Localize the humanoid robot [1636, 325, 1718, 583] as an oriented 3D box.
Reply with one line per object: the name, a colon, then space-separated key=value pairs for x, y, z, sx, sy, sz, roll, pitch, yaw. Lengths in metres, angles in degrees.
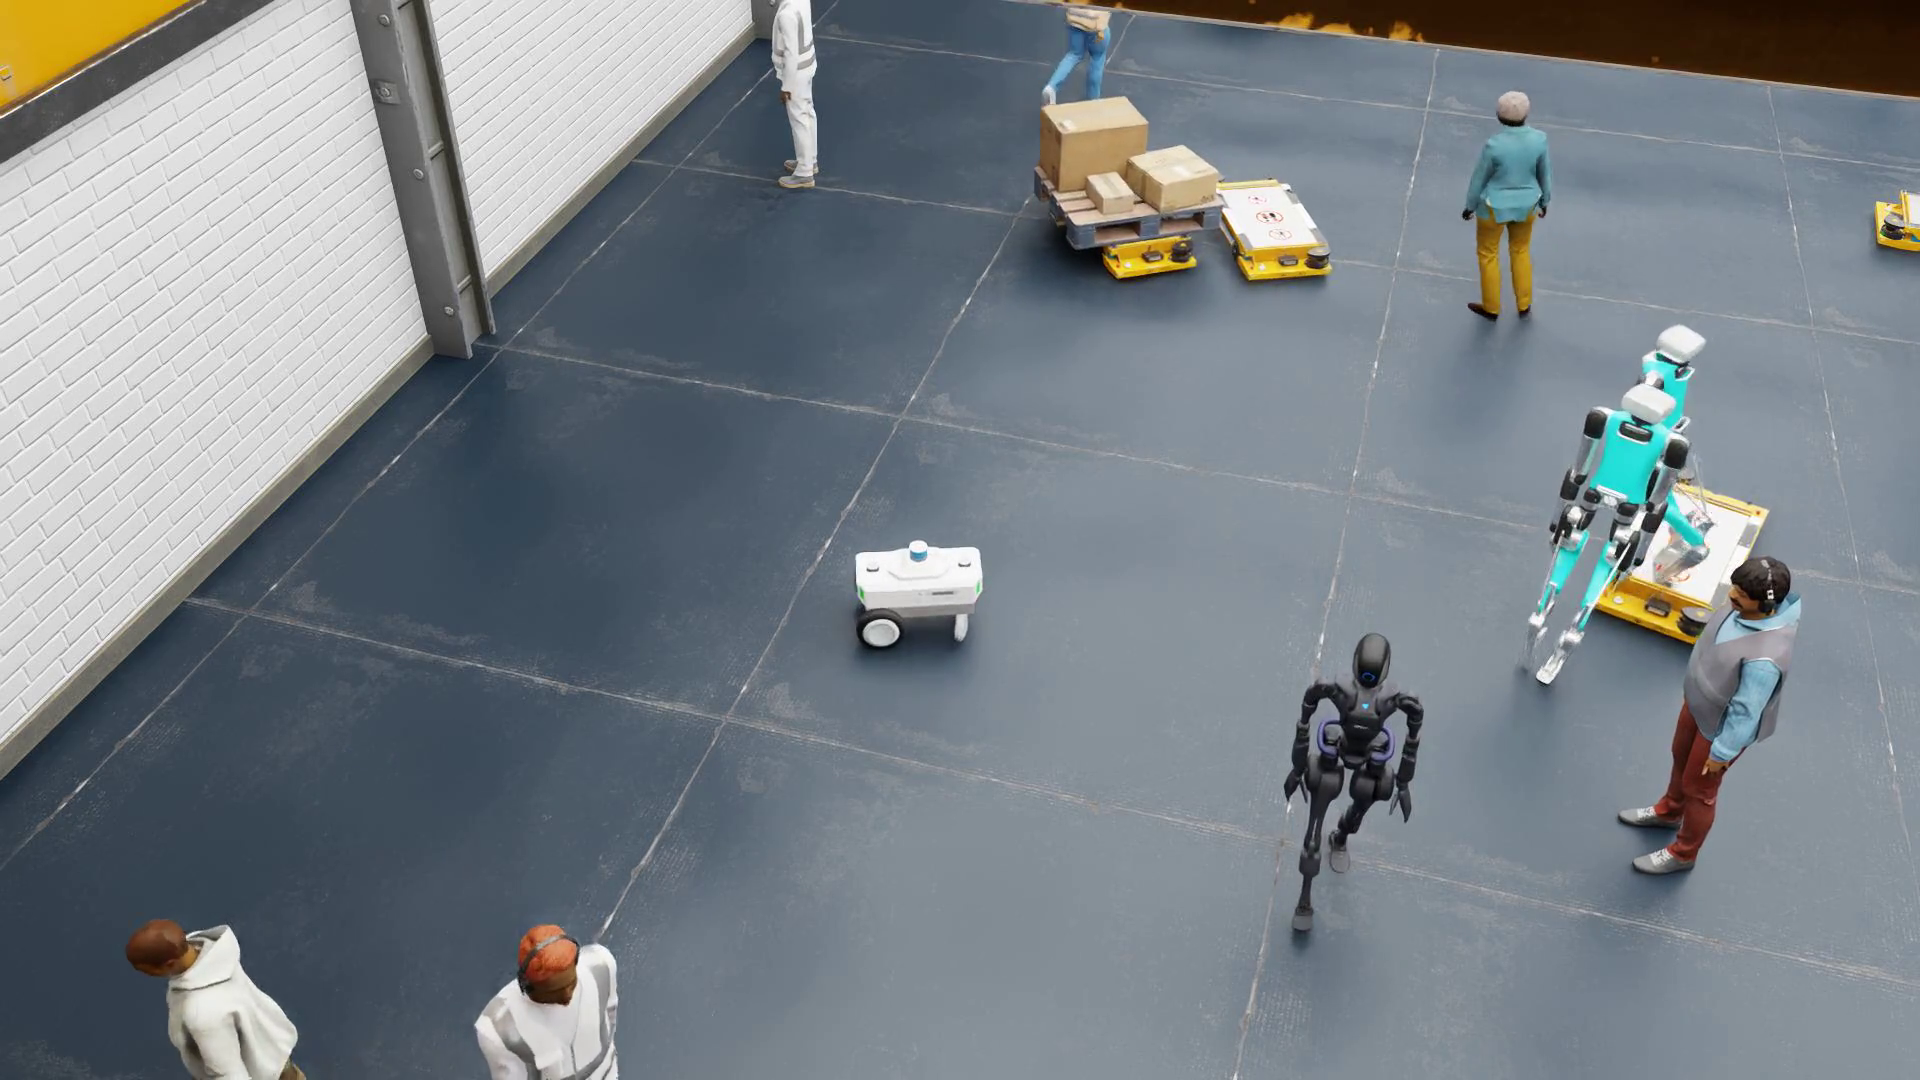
humanoid robot: x=4.000 y=-0.302 z=9.234 sx=0.787 sy=1.802 sz=0.548 roll=27 pitch=46 yaw=30

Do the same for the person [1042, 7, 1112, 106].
person: x=1.051 y=-4.510 z=14.472 sx=0.499 sy=1.708 sz=0.614 roll=31 pitch=48 yaw=32

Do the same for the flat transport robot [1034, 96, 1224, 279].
flat transport robot: x=1.295 y=-2.512 z=13.129 sx=0.659 sy=0.231 sz=1.431 roll=-10 pitch=40 yaw=-13

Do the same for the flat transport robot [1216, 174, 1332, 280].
flat transport robot: x=2.391 y=-2.483 z=13.092 sx=0.659 sy=0.231 sz=1.431 roll=-5 pitch=39 yaw=-7

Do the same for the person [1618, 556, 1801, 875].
person: x=3.524 y=0.822 z=7.706 sx=0.422 sy=1.869 sz=0.546 roll=4 pitch=39 yaw=5

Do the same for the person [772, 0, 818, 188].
person: x=-1.339 y=-3.761 z=13.392 sx=0.356 sy=1.886 sz=0.572 roll=5 pitch=39 yaw=6

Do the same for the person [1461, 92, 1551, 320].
person: x=3.885 y=-2.362 z=11.780 sx=0.639 sy=1.721 sz=0.345 roll=-4 pitch=39 yaw=-5

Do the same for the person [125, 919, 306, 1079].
person: x=-2.733 y=2.000 z=6.338 sx=0.476 sy=1.738 sz=0.631 roll=-15 pitch=41 yaw=-17

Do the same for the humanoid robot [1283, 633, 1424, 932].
humanoid robot: x=1.786 y=1.072 z=7.573 sx=0.584 sy=1.631 sz=0.738 roll=7 pitch=39 yaw=9

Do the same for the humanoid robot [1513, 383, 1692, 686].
humanoid robot: x=3.293 y=0.123 z=8.759 sx=0.536 sy=1.859 sz=0.795 roll=25 pitch=45 yaw=28

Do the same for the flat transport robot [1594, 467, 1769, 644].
flat transport robot: x=4.316 y=0.076 z=9.910 sx=0.659 sy=0.231 sz=1.431 roll=23 pitch=44 yaw=25

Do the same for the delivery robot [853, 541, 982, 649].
delivery robot: x=-0.254 y=0.264 z=9.440 sx=0.756 sy=0.584 sz=0.499 roll=-3 pitch=39 yaw=-4

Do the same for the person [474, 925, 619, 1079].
person: x=-1.489 y=2.011 z=6.272 sx=0.546 sy=1.824 sz=1.062 roll=-22 pitch=44 yaw=-25

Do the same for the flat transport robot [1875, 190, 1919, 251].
flat transport robot: x=7.957 y=-2.400 z=12.990 sx=1.431 sy=0.231 sz=0.659 roll=14 pitch=41 yaw=16
